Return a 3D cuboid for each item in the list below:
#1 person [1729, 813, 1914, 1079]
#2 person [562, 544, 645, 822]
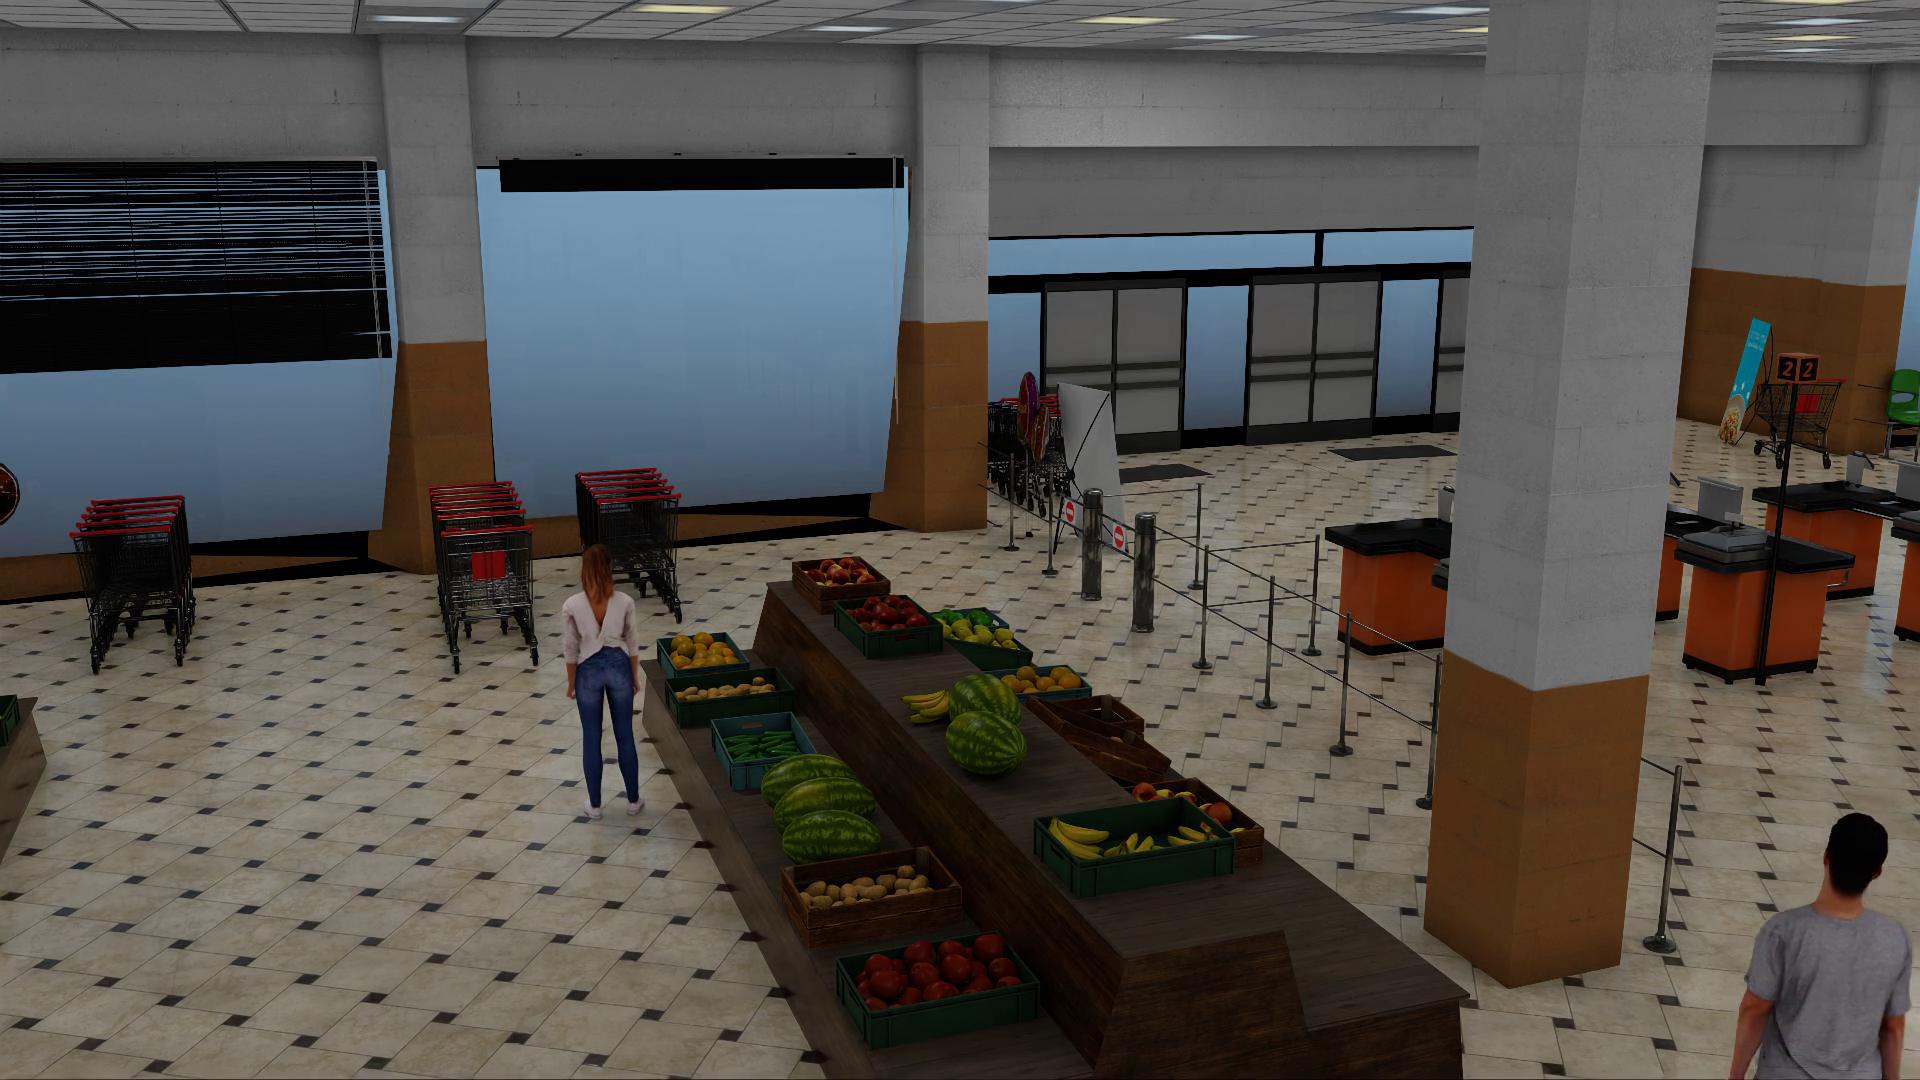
[{"bbox_3d":[2.933,1.882,5.690,0.932,1.859,0.978,0,14,0],"label":"person"},{"bbox_3d":[-2.181,0.863,10.190,0.622,1.719,0.536,-4,14,-15],"label":"person"}]
